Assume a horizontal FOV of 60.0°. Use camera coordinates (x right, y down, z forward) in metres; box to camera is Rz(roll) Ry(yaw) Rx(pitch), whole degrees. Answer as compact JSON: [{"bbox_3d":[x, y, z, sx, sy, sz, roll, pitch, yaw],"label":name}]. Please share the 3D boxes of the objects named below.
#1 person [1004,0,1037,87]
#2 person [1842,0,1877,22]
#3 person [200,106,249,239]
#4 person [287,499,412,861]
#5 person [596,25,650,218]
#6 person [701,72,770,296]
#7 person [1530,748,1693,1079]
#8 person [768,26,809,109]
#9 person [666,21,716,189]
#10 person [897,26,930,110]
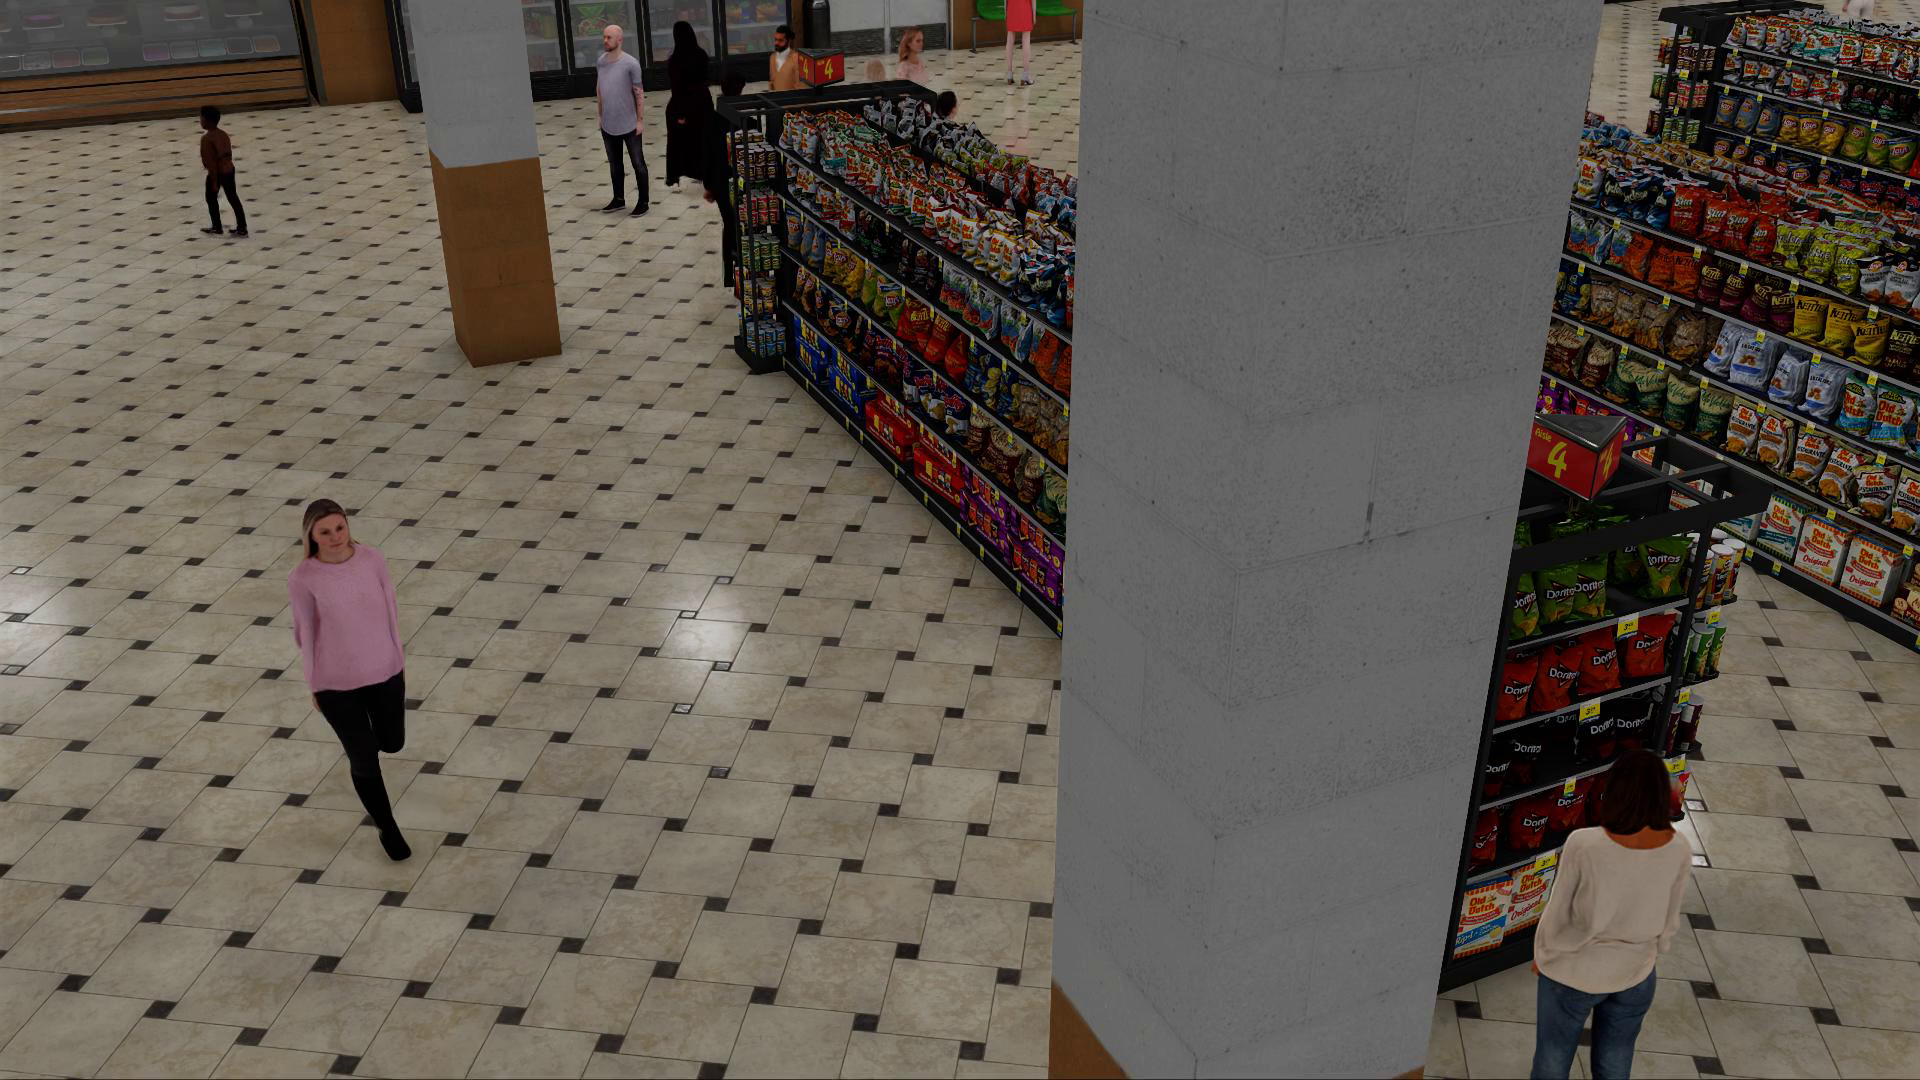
[{"bbox_3d":[0.778,-6.931,21.885,0.637,1.828,0.718,12,29,23],"label":"person"},{"bbox_3d":[12.472,-7.419,22.989,0.686,1.701,0.678,1,27,2],"label":"person"},{"bbox_3d":[-6.915,-3.452,15.673,0.786,1.241,0.732,7,28,14],"label":"person"},{"bbox_3d":[-2.658,0.570,7.266,0.745,1.671,0.999,-20,33,-34],"label":"person"},{"bbox_3d":[-3.321,-4.116,16.325,0.742,1.837,0.827,12,29,23],"label":"person"},{"bbox_3d":[-1.920,-2.898,13.977,0.825,1.788,0.865,7,28,13],"label":"person"},{"bbox_3d":[2.140,1.431,5.562,0.691,1.678,0.678,-1,27,-2],"label":"person"},{"bbox_3d":[-1.661,-4.319,16.842,0.854,1.731,0.758,-22,34,-37],"label":"person"},{"bbox_3d":[-2.659,-4.361,16.941,1.158,1.716,0.913,23,35,38],"label":"person"},{"bbox_3d":[-0.560,-4.099,16.326,1.138,1.806,0.917,19,32,32],"label":"person"}]
